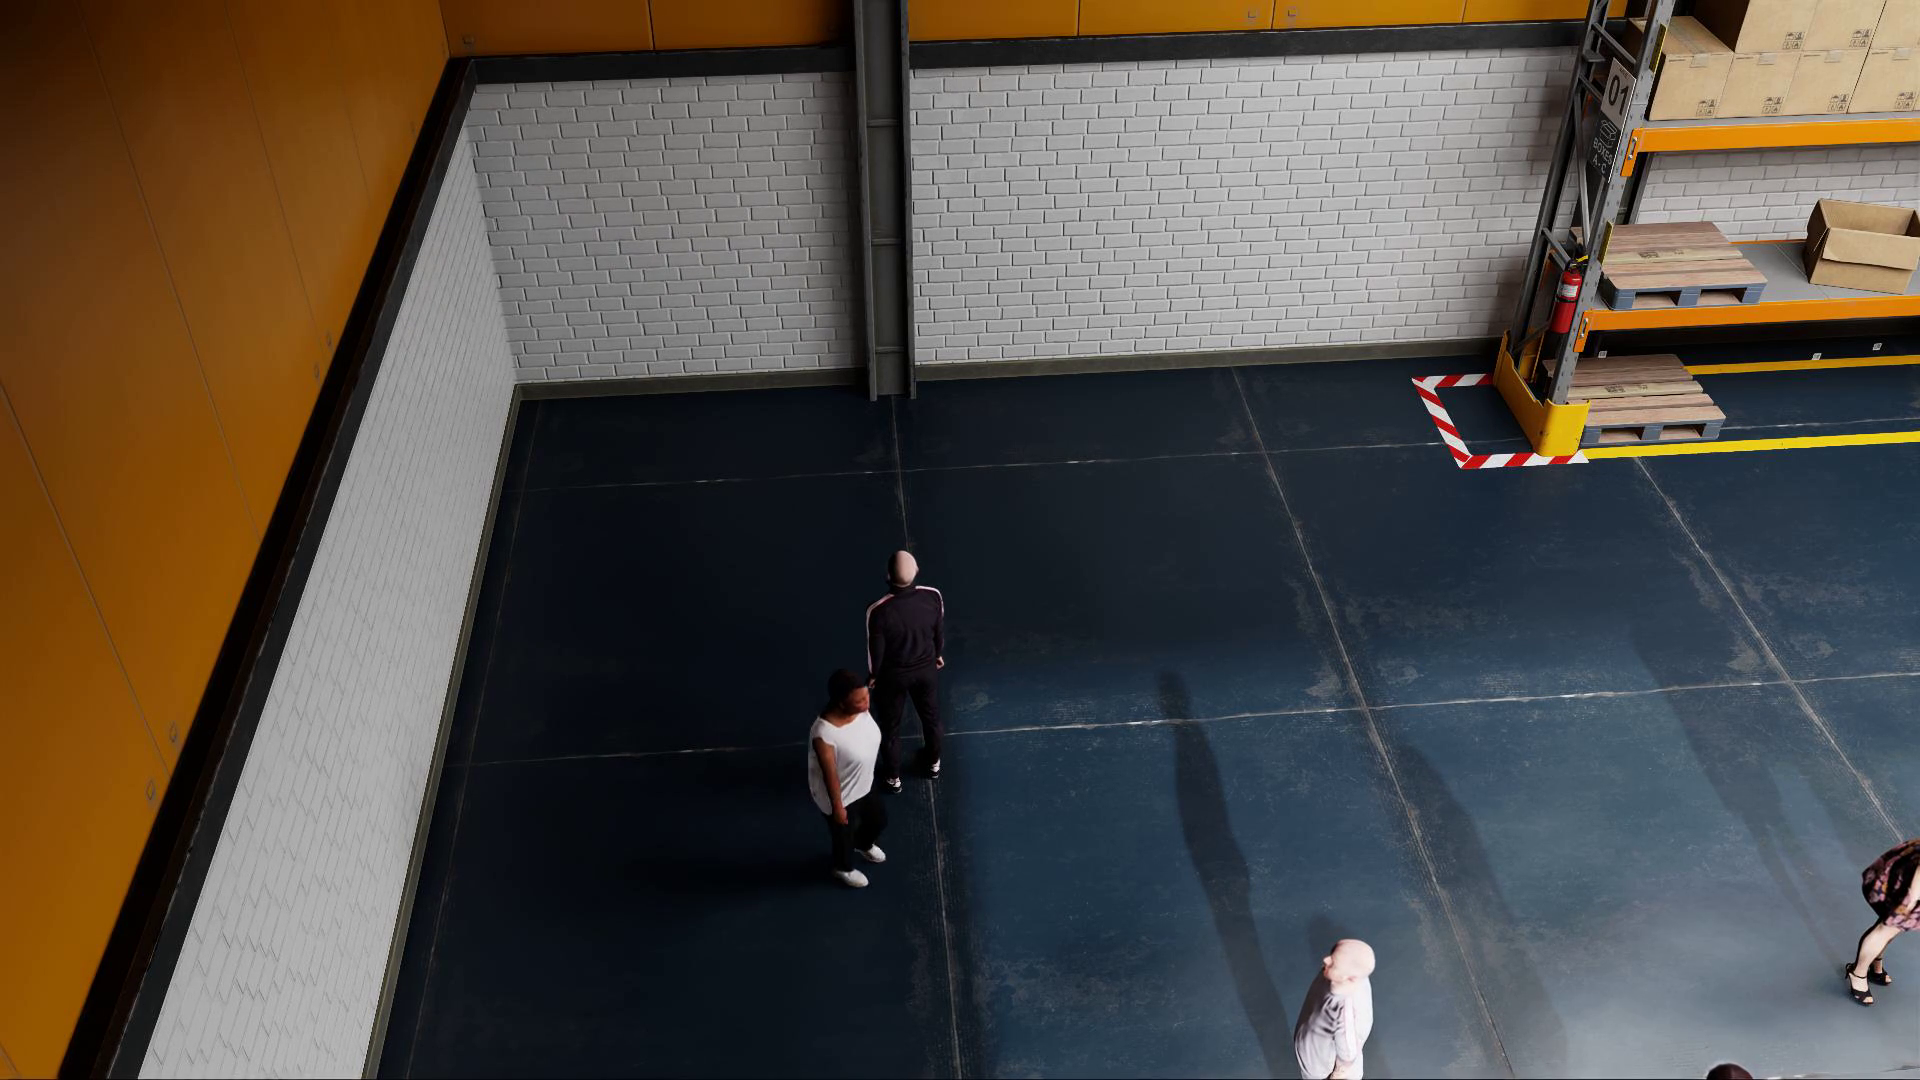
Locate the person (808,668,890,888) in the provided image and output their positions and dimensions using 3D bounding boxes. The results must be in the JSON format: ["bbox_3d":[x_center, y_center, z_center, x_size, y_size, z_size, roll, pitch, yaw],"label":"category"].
[{"bbox_3d":[-0.706,1.367,9.667,0.803,1.675,0.775,19,42,22],"label":"person"}]

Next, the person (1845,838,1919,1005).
[{"bbox_3d":[5.199,1.842,8.992,0.776,1.775,0.856,-25,45,-28],"label":"person"}]

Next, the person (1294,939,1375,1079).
[{"bbox_3d":[1.789,2.544,8.068,0.657,1.832,0.701,4,39,6],"label":"person"}]

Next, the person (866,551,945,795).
[{"bbox_3d":[-0.327,0.816,10.228,0.645,1.837,0.802,-17,42,-20],"label":"person"}]
